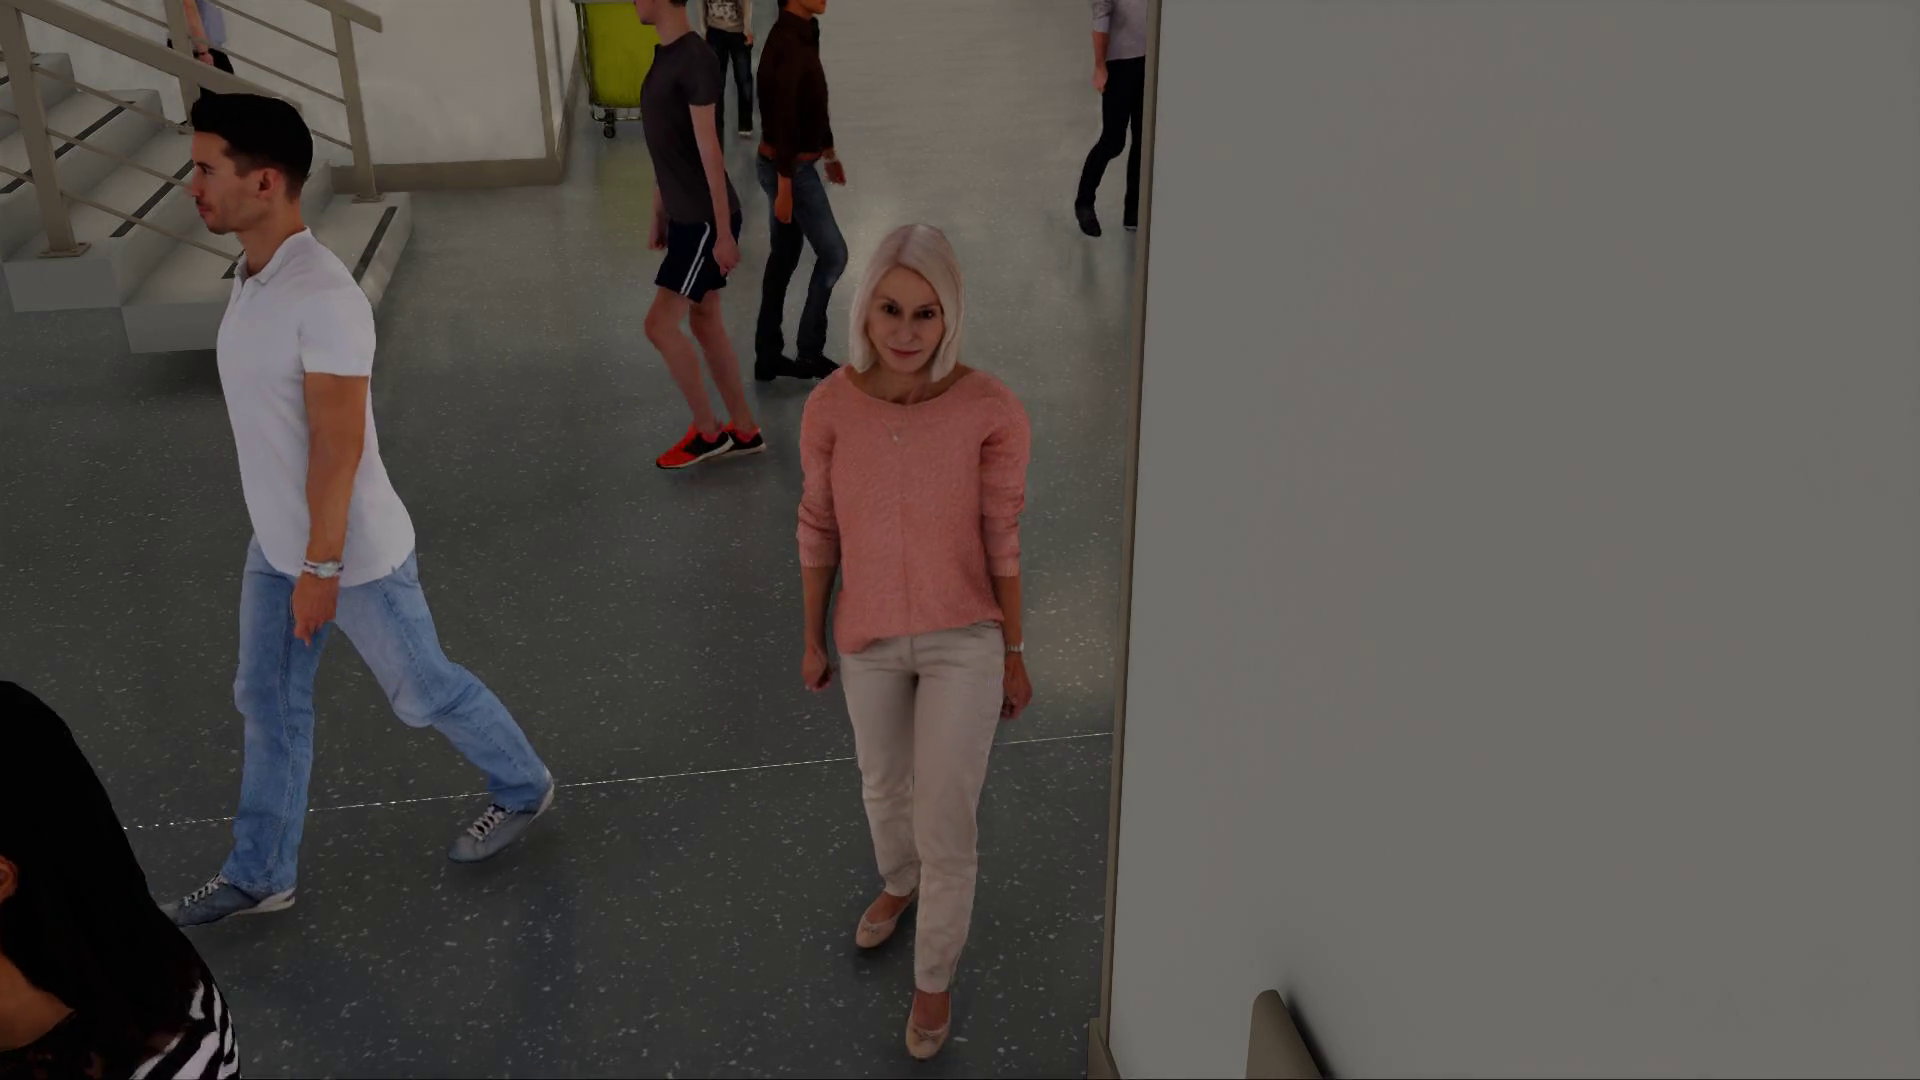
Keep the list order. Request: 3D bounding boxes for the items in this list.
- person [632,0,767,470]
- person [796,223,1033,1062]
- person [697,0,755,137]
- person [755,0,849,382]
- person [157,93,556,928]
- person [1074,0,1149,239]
[{"bbox_3d":[-0.855,-1.150,5.970,0.750,1.829,0.767,-11,28,-22],"label":"person"},{"bbox_3d":[-0.052,0.177,3.384,0.883,1.684,0.882,8,27,16],"label":"person"},{"bbox_3d":[-1.516,-3.396,11.083,0.956,1.434,0.781,2,26,4],"label":"person"},{"bbox_3d":[-0.770,-1.461,6.695,0.647,1.760,0.688,-4,26,-9],"label":"person"},{"bbox_3d":[-1.278,-0.014,3.625,1.263,1.820,1.079,-21,33,-37],"label":"person"},{"bbox_3d":[0.889,-2.565,8.886,0.810,1.846,0.890,-19,31,-34],"label":"person"}]
